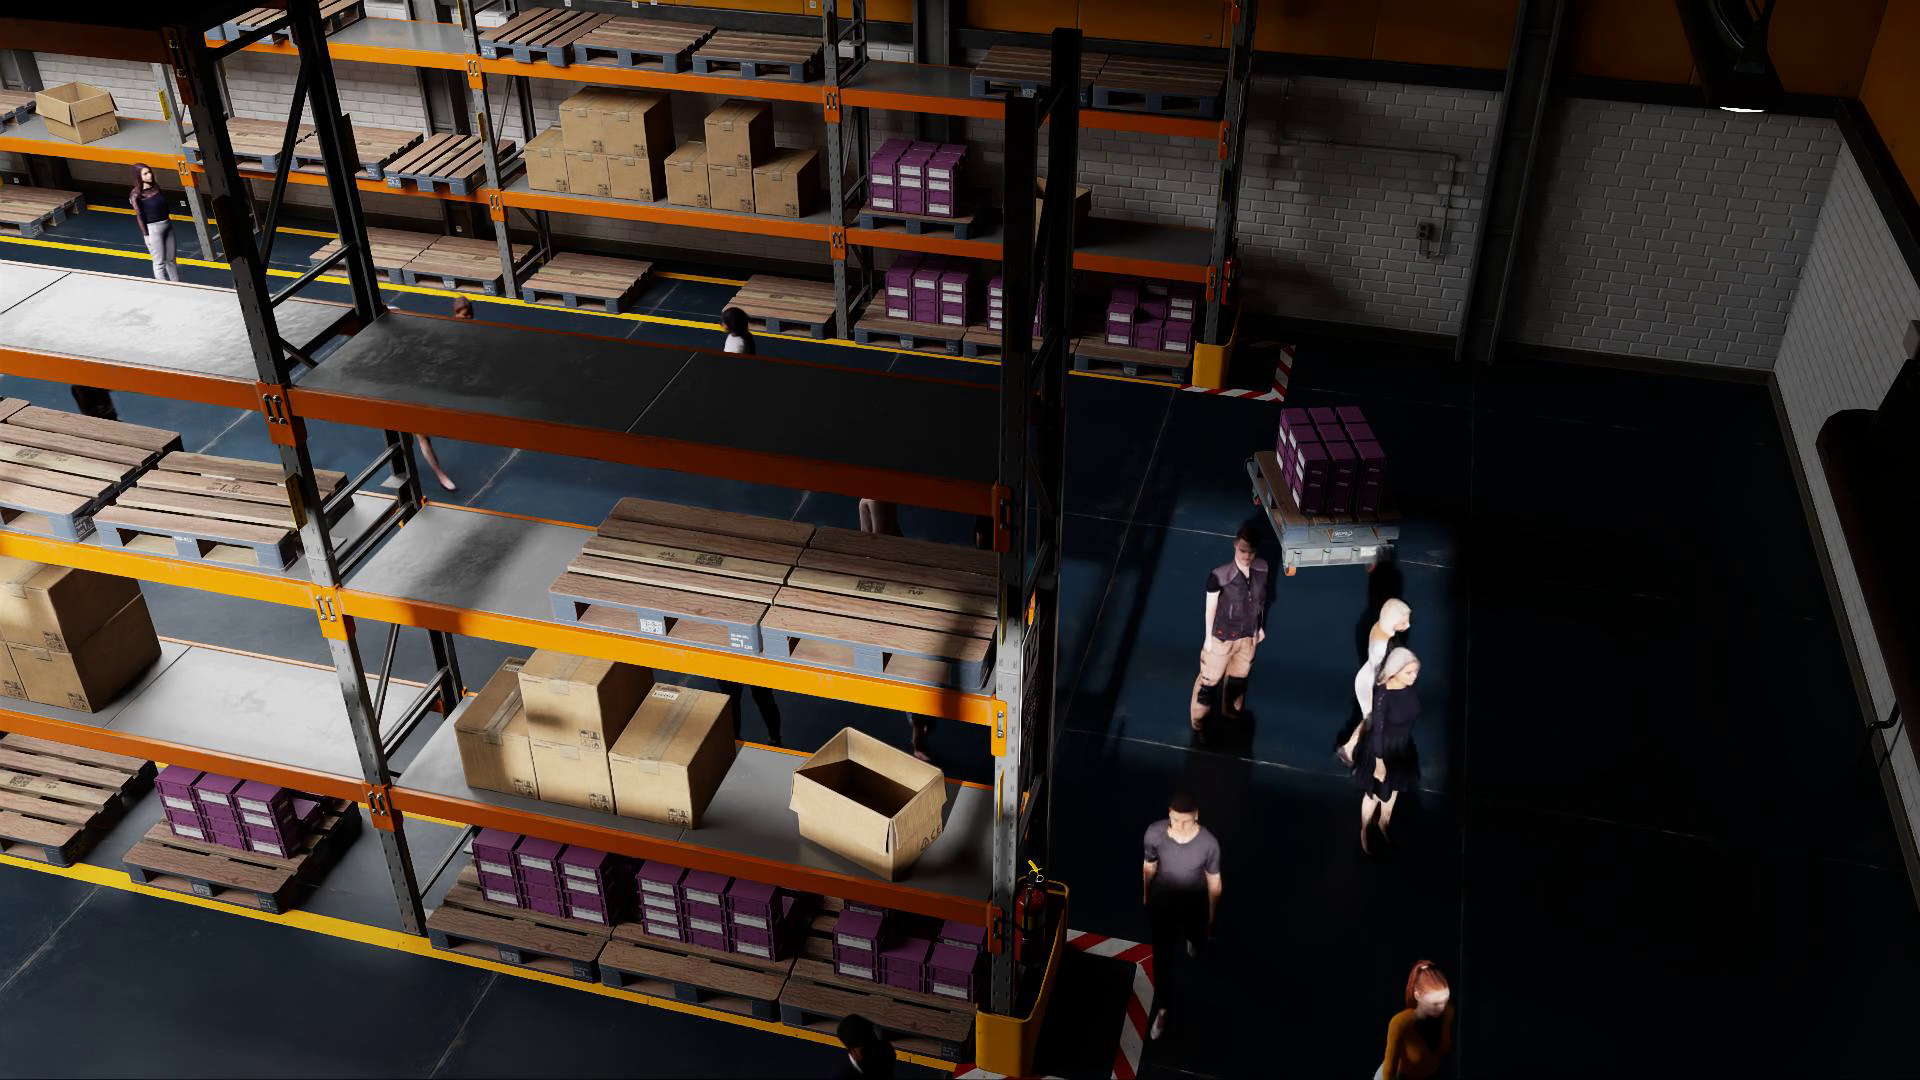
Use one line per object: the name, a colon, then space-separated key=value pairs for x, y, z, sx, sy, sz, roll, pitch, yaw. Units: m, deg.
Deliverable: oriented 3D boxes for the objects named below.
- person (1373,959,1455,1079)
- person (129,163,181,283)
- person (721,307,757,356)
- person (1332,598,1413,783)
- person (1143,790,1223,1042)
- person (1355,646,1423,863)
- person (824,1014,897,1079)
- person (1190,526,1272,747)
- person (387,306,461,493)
person: x=2.364 y=2.902 z=9.023 sx=1.194 sy=1.696 sz=1.141 roll=-12 pitch=36 yaw=-18
person: x=-8.984 y=-3.456 z=18.668 sx=0.535 sy=1.608 sz=0.594 roll=7 pitch=34 yaw=11
person: x=-2.033 y=-1.383 z=15.448 sx=0.698 sy=1.719 sz=0.671 roll=-11 pitch=35 yaw=-16
person: x=2.890 y=1.097 z=11.714 sx=0.660 sy=1.722 sz=0.699 roll=-1 pitch=34 yaw=-1
person: x=1.353 y=2.146 z=10.131 sx=1.100 sy=1.729 sz=0.737 roll=7 pitch=34 yaw=10
person: x=2.876 y=1.423 z=11.204 sx=0.721 sy=1.744 sz=0.756 roll=-25 pitch=41 yaw=-33
person: x=-0.511 y=3.104 z=8.688 sx=0.679 sy=1.729 sz=0.701 roll=24 pitch=41 yaw=32
person: x=2.002 y=0.660 z=12.264 sx=0.750 sy=1.841 sz=0.839 roll=-13 pitch=36 yaw=-19
person: x=-5.128 y=-1.320 z=15.298 sx=1.254 sy=1.781 sz=0.803 roll=17 pitch=37 yaw=23
